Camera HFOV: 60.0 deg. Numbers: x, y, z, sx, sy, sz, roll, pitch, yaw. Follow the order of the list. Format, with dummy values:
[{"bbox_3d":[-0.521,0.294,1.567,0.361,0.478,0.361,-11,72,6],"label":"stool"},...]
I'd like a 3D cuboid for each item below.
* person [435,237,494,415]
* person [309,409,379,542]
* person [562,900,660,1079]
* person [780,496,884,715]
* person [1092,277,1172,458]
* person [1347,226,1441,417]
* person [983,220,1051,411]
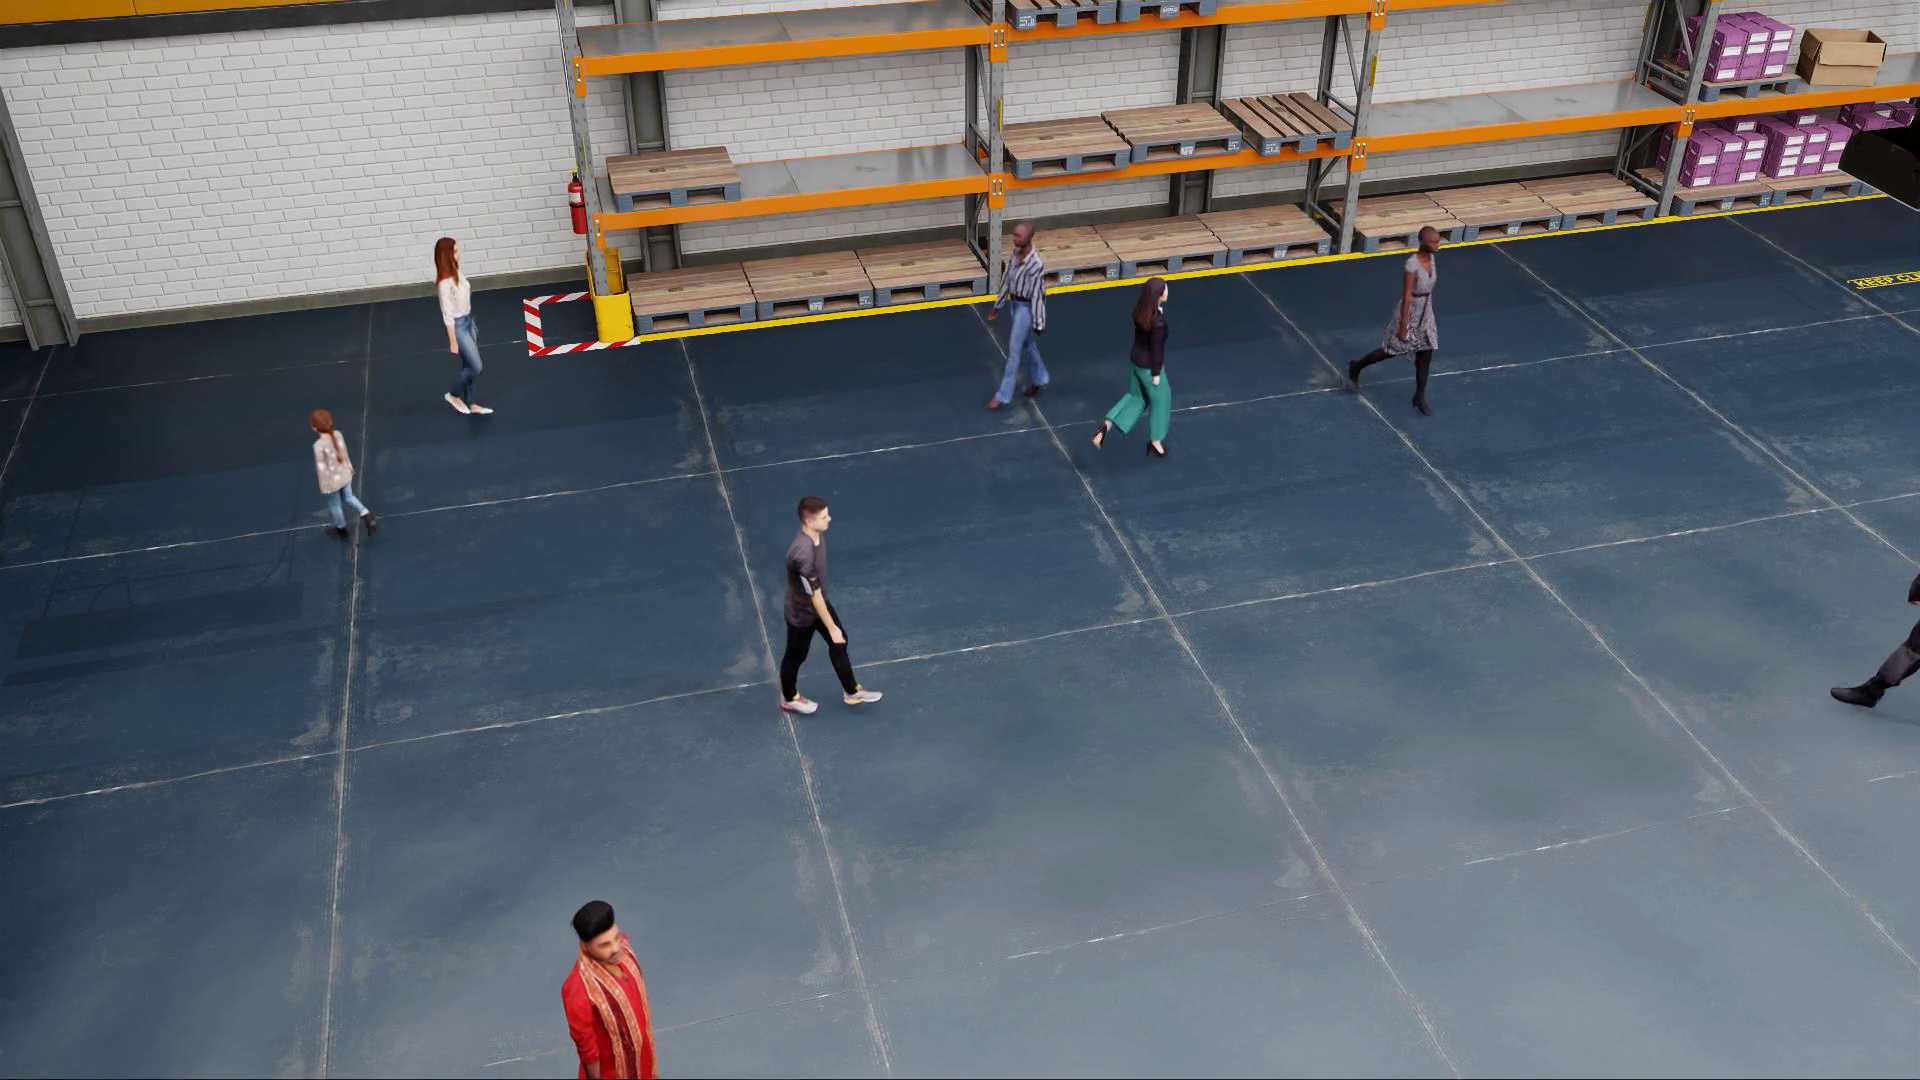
[{"bbox_3d":[-4.531,-1.870,14.787,0.741,1.718,0.691,2,34,3],"label":"person"},{"bbox_3d":[-4.916,-0.492,13.195,0.795,1.186,0.710,13,36,19],"label":"person"},{"bbox_3d":[-1.720,2.463,8.123,0.786,1.879,0.781,8,35,12],"label":"person"},{"bbox_3d":[-1.110,0.469,11.250,1.054,1.737,0.894,7,34,11],"label":"person"},{"bbox_3d":[1.516,-1.423,14.115,1.011,1.717,0.739,-15,37,-22],"label":"person"},{"bbox_3d":[3.965,-1.989,14.929,1.095,1.757,1.166,27,42,35],"label":"person"},{"bbox_3d":[0.636,-2.058,15.033,1.006,1.759,0.730,-15,36,-21],"label":"person"}]
